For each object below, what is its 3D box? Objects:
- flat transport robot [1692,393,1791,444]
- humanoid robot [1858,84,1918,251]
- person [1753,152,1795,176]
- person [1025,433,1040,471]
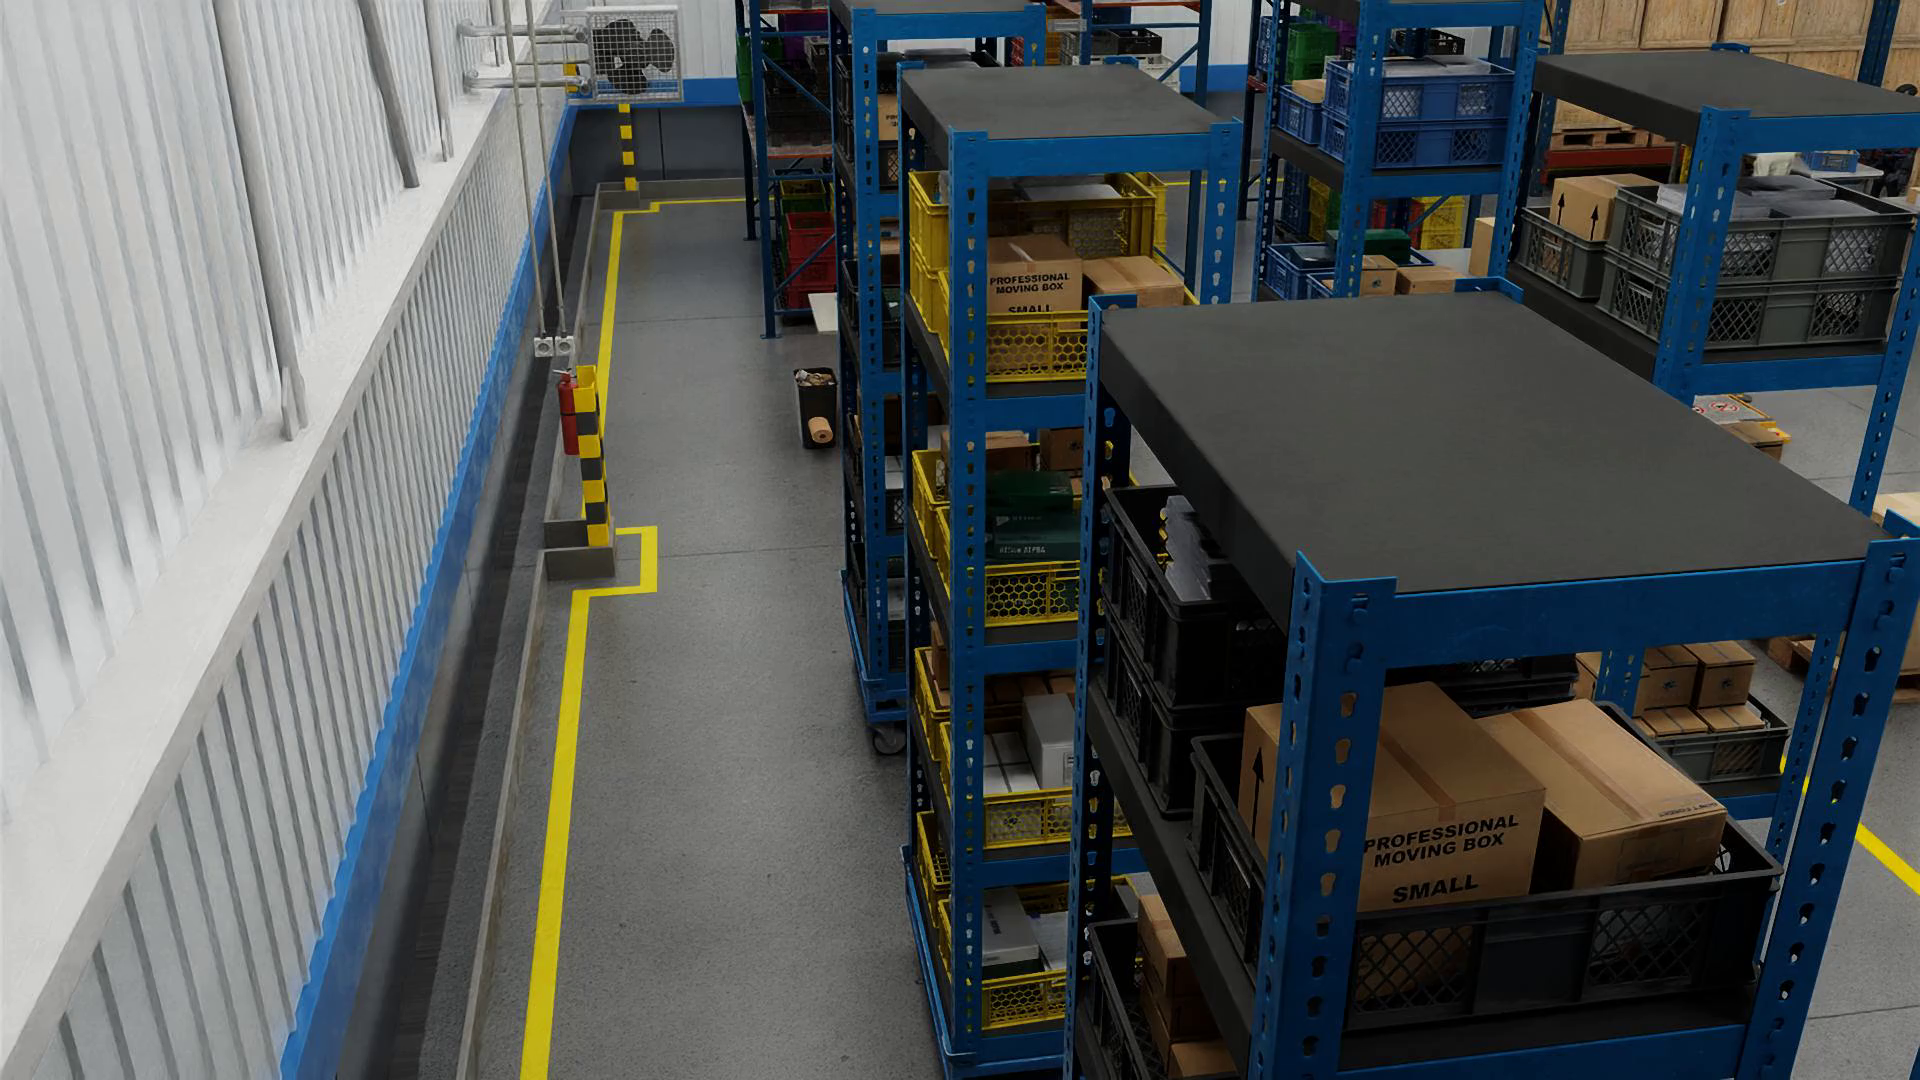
[{"bbox_3d":[5.224,-0.859,12.132,1.431,0.197,0.652,-4,25,-8],"label":"flat transport robot"},{"bbox_3d":[9.331,-3.737,16.717,0.327,1.660,0.590,-8,26,-17],"label":"humanoid robot"},{"bbox_3d":[7.305,-3.048,15.132,0.524,1.768,0.311,-17,30,-33],"label":"person"},{"bbox_3d":[0.504,-1.153,10.918,0.575,1.843,0.754,16,29,31],"label":"person"}]
